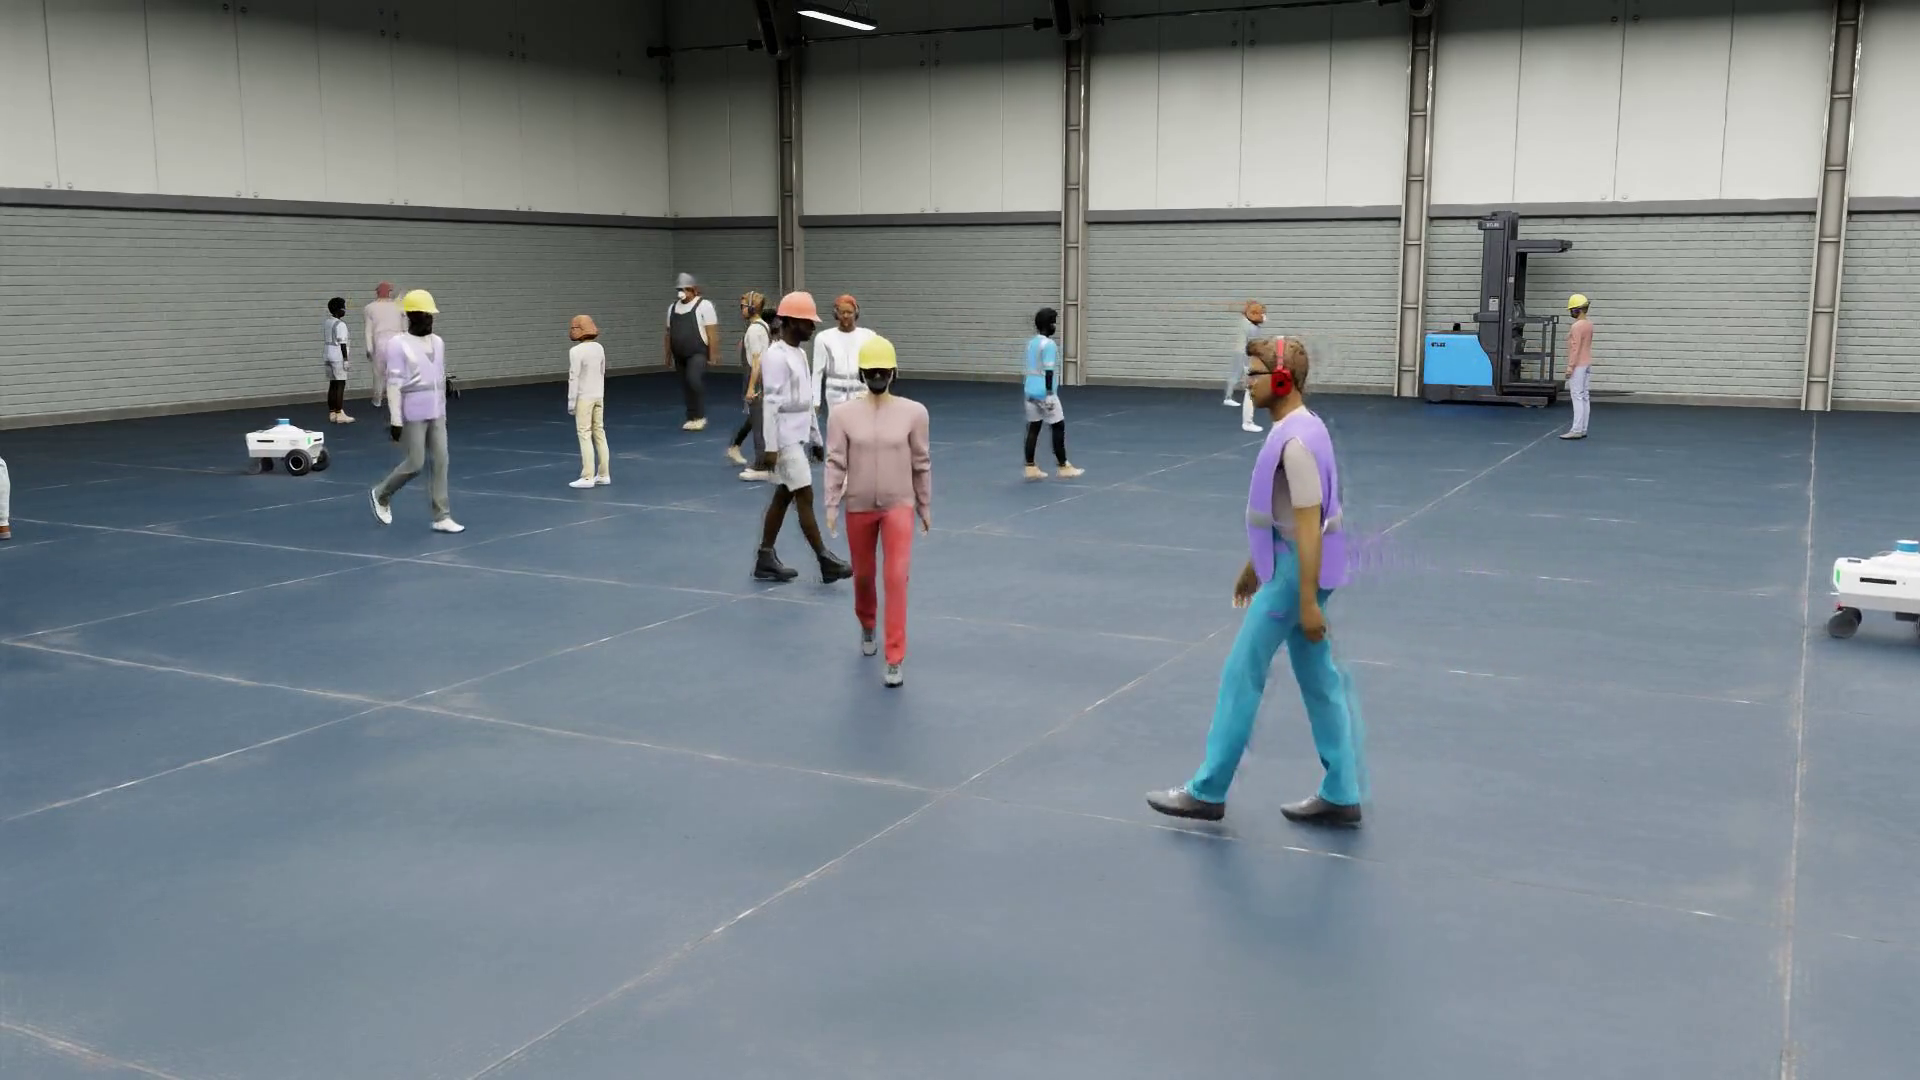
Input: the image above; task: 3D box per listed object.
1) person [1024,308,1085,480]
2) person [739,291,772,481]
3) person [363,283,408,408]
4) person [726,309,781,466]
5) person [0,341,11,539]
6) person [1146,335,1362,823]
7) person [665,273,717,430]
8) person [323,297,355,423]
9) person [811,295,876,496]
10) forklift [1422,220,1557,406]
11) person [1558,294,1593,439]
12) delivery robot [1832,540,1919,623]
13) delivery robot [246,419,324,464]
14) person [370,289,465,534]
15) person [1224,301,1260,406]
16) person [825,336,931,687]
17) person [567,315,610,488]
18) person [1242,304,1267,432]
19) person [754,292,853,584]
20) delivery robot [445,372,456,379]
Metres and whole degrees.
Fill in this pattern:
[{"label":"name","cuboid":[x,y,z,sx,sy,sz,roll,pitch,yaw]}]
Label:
[{"label":"person","cuboid":[0.918,-1.423,16.260,0.643,1.677,0.554,-4,10,-21]},{"label":"person","cuboid":[-2.010,-1.516,16.383,0.340,1.840,0.512,1,9,5]},{"label":"person","cuboid":[-8.453,-2.837,24.473,0.662,1.849,1.009,-5,11,-29]},{"label":"person","cuboid":[-2.058,-1.597,17.449,0.870,1.660,0.542,3,10,19]},{"label":"person","cuboid":[-7.449,-0.940,12.527,0.371,1.941,0.627,0,9,-1]},{"label":"person","cuboid":[1.105,0.157,6.147,0.889,1.807,0.564,2,10,15]},{"label":"person","cuboid":[-3.499,-2.394,21.315,0.720,2.000,0.604,5,10,27]},{"label":"person","cuboid":[-8.442,-2.442,22.564,0.321,1.689,0.530,-9,13,-43]},{"label":"person","cuboid":[-1.021,-1.264,14.867,0.606,1.826,1.015,-1,9,-5]},{"label":"forklift","cuboid":[8.245,-3.527,25.720,1.873,2.768,1.129,5,10,27]},{"label":"person","cuboid":[7.538,-2.113,20.318,0.324,1.760,0.523,7,12,38]},{"label":"delivery robot","cuboid":[5.291,0.245,9.317,0.707,0.478,0.477,6,11,32]},{"label":"delivery robot","cuboid":[-6.882,-0.993,16.956,0.707,0.478,0.477,1,9,5]},{"label":"person","cuboid":[-4.290,-1.011,13.077,0.744,1.907,0.592,4,10,23]},{"label":"person","cuboid":[4.410,-2.819,25.191,0.847,1.588,0.508,2,10,14]},{"label":"person","cuboid":[-0.419,-0.189,8.551,0.534,1.735,0.853,0,9,0]},{"label":"person","cuboid":[-3.549,-1.321,15.837,0.269,1.629,0.498,4,10,23]},{"label":"person","cuboid":[3.787,-2.211,21.353,0.320,1.622,0.505,2,9,13]},{"label":"person","cuboid":[-1.014,-0.665,10.929,0.808,1.902,0.569,2,9,10]},{"label":"delivery robot","cuboid":[-8.423,-2.747,26.972,0.335,0.223,0.698,-8,12,-40]}]
